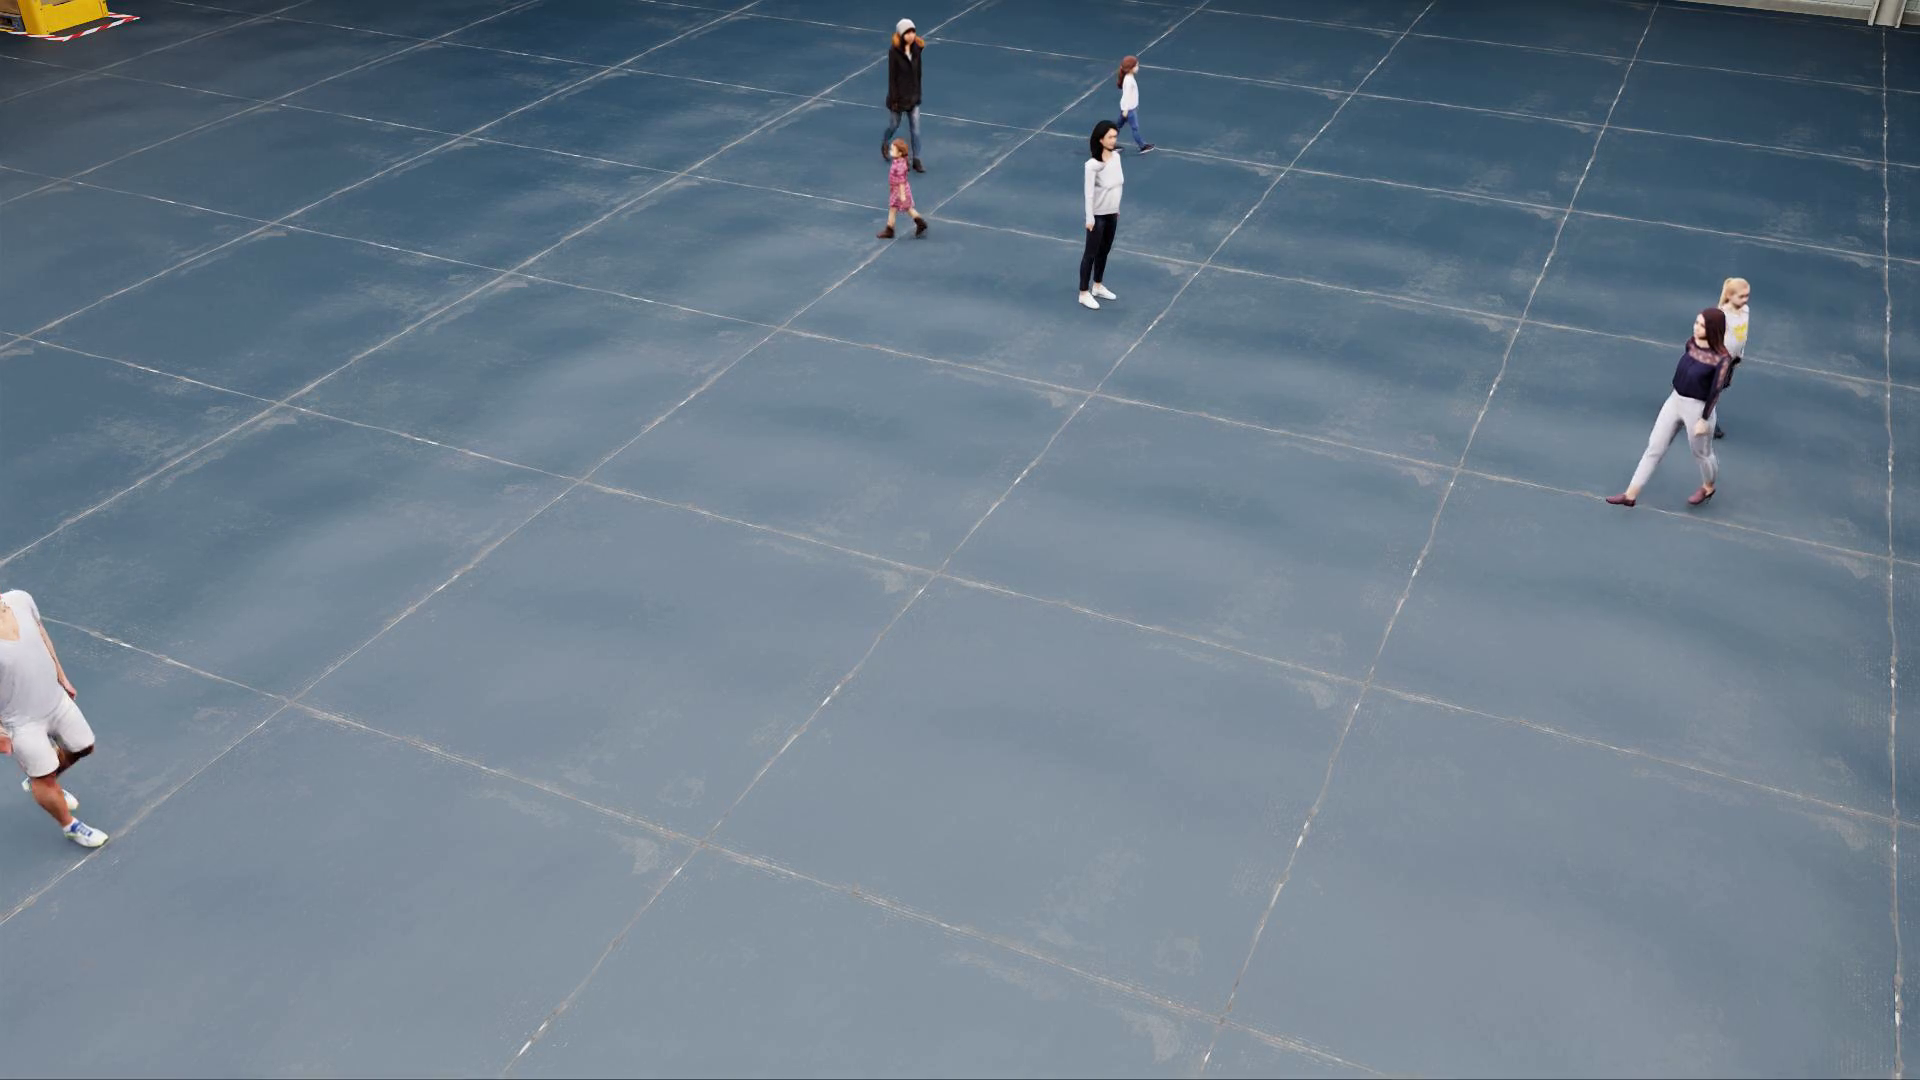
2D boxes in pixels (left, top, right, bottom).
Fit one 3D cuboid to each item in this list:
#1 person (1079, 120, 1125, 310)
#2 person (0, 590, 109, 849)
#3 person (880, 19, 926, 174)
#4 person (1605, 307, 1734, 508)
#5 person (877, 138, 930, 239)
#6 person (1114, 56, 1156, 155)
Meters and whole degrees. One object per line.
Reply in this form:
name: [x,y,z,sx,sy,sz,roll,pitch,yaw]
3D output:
person: [1.270,-2.945,14.964,0.621,1.701,0.670,23,39,32]
person: [-5.013,0.847,8.814,0.836,1.849,0.740,10,34,15]
person: [-0.649,-4.832,18.042,0.994,1.608,1.120,-16,35,-23]
person: [5.262,-0.899,11.848,1.143,1.563,1.057,-10,33,-15]
person: [-0.547,-3.466,16.436,0.796,1.010,0.636,-1,32,-2]
person: [1.821,-4.847,18.556,0.820,1.084,0.614,3,32,5]
